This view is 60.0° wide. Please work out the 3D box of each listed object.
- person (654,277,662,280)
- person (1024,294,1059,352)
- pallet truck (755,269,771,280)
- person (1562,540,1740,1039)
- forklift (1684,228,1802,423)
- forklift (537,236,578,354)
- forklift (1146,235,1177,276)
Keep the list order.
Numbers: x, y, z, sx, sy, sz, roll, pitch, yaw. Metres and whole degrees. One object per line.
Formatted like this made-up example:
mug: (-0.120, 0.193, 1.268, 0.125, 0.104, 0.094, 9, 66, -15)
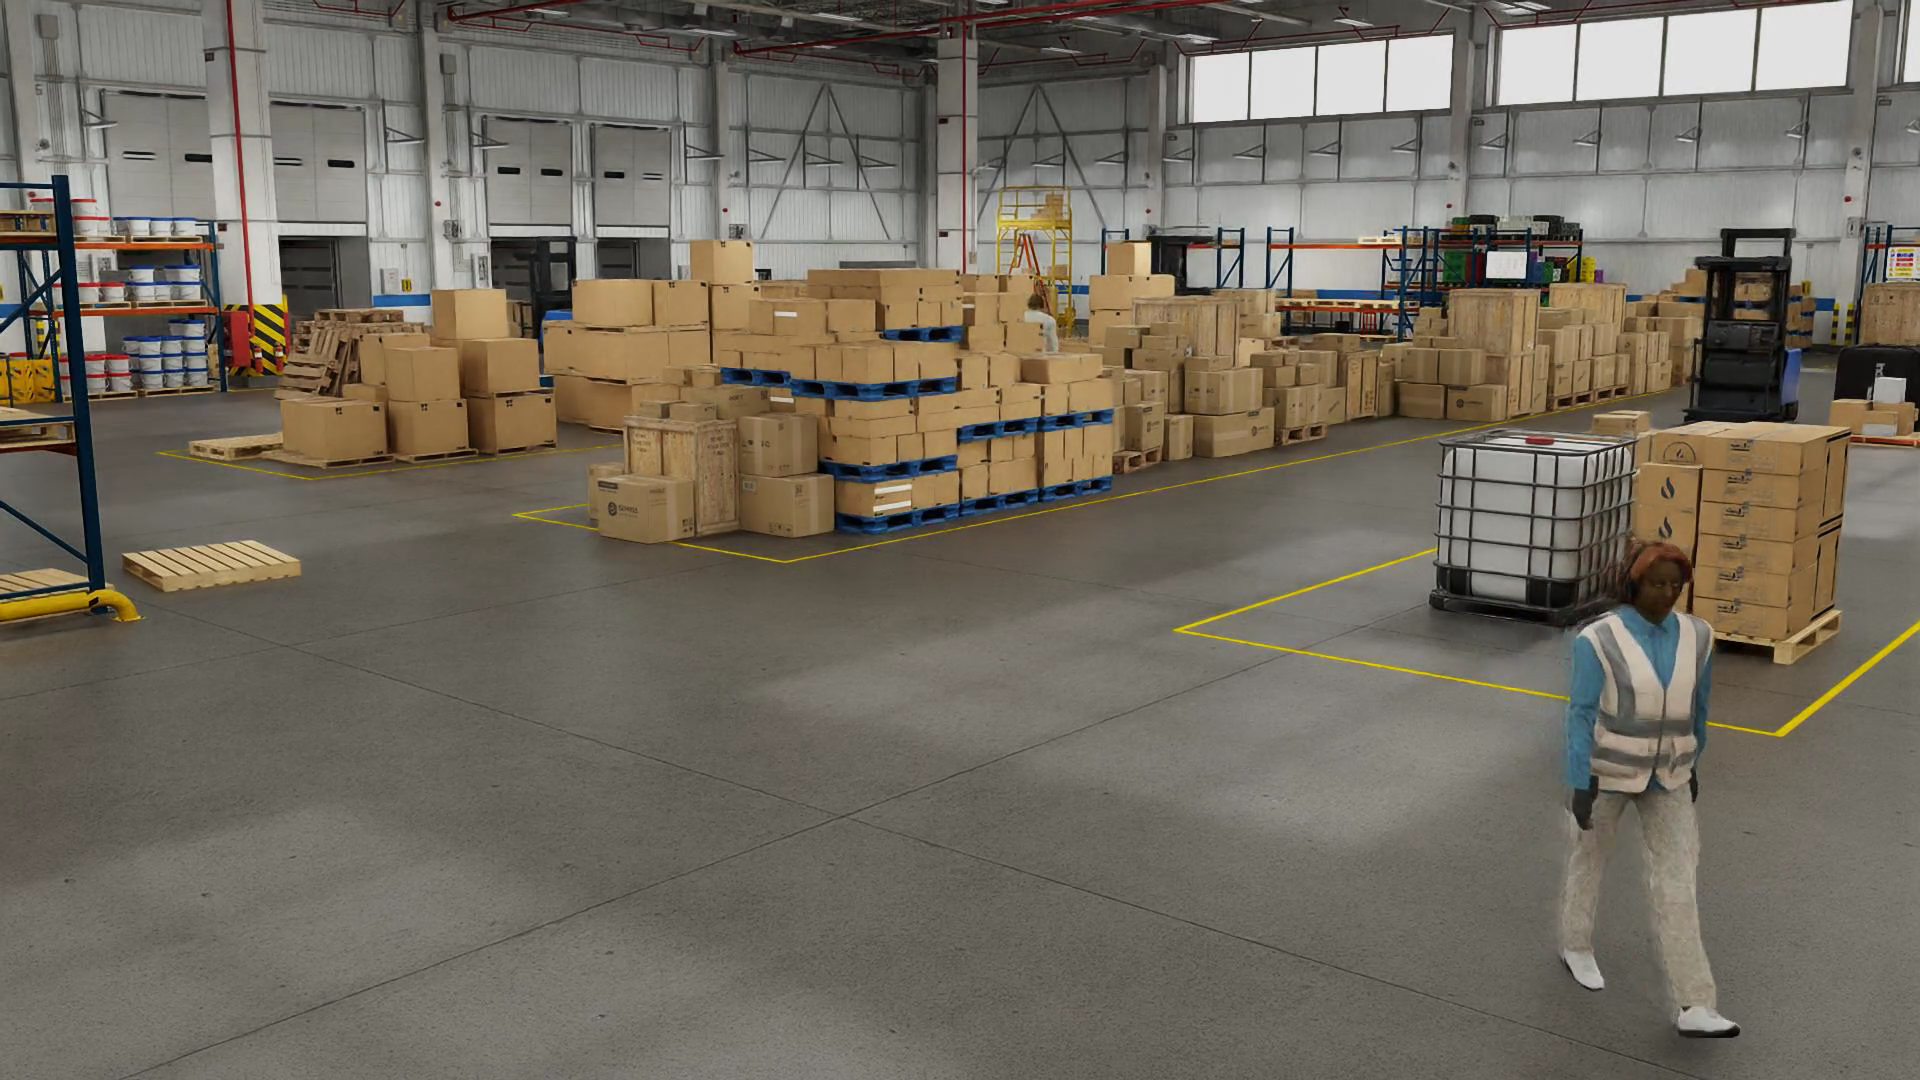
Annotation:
person: (-6.513, -4.724, 36.008, 0.639, 1.928, 0.369, -5, 11, -24)
person: (1.115, -2.628, 24.201, 0.652, 1.877, 1.030, 4, 11, 19)
pallet truck: (-4.996, -6.432, 45.525, 1.885, 1.965, 0.823, -6, 12, -32)
person: (2.240, 0.806, 5.437, 0.546, 1.589, 0.856, -1, 10, -6)
forklift: (11.380, -3.079, 23.924, 1.129, 2.768, 1.873, 8, 13, 39)
forklift: (-9.433, -5.765, 39.215, 1.873, 2.768, 1.129, 8, 13, 40)
forklift: (4.546, -5.511, 37.772, 1.873, 2.768, 1.129, 7, 12, 34)
